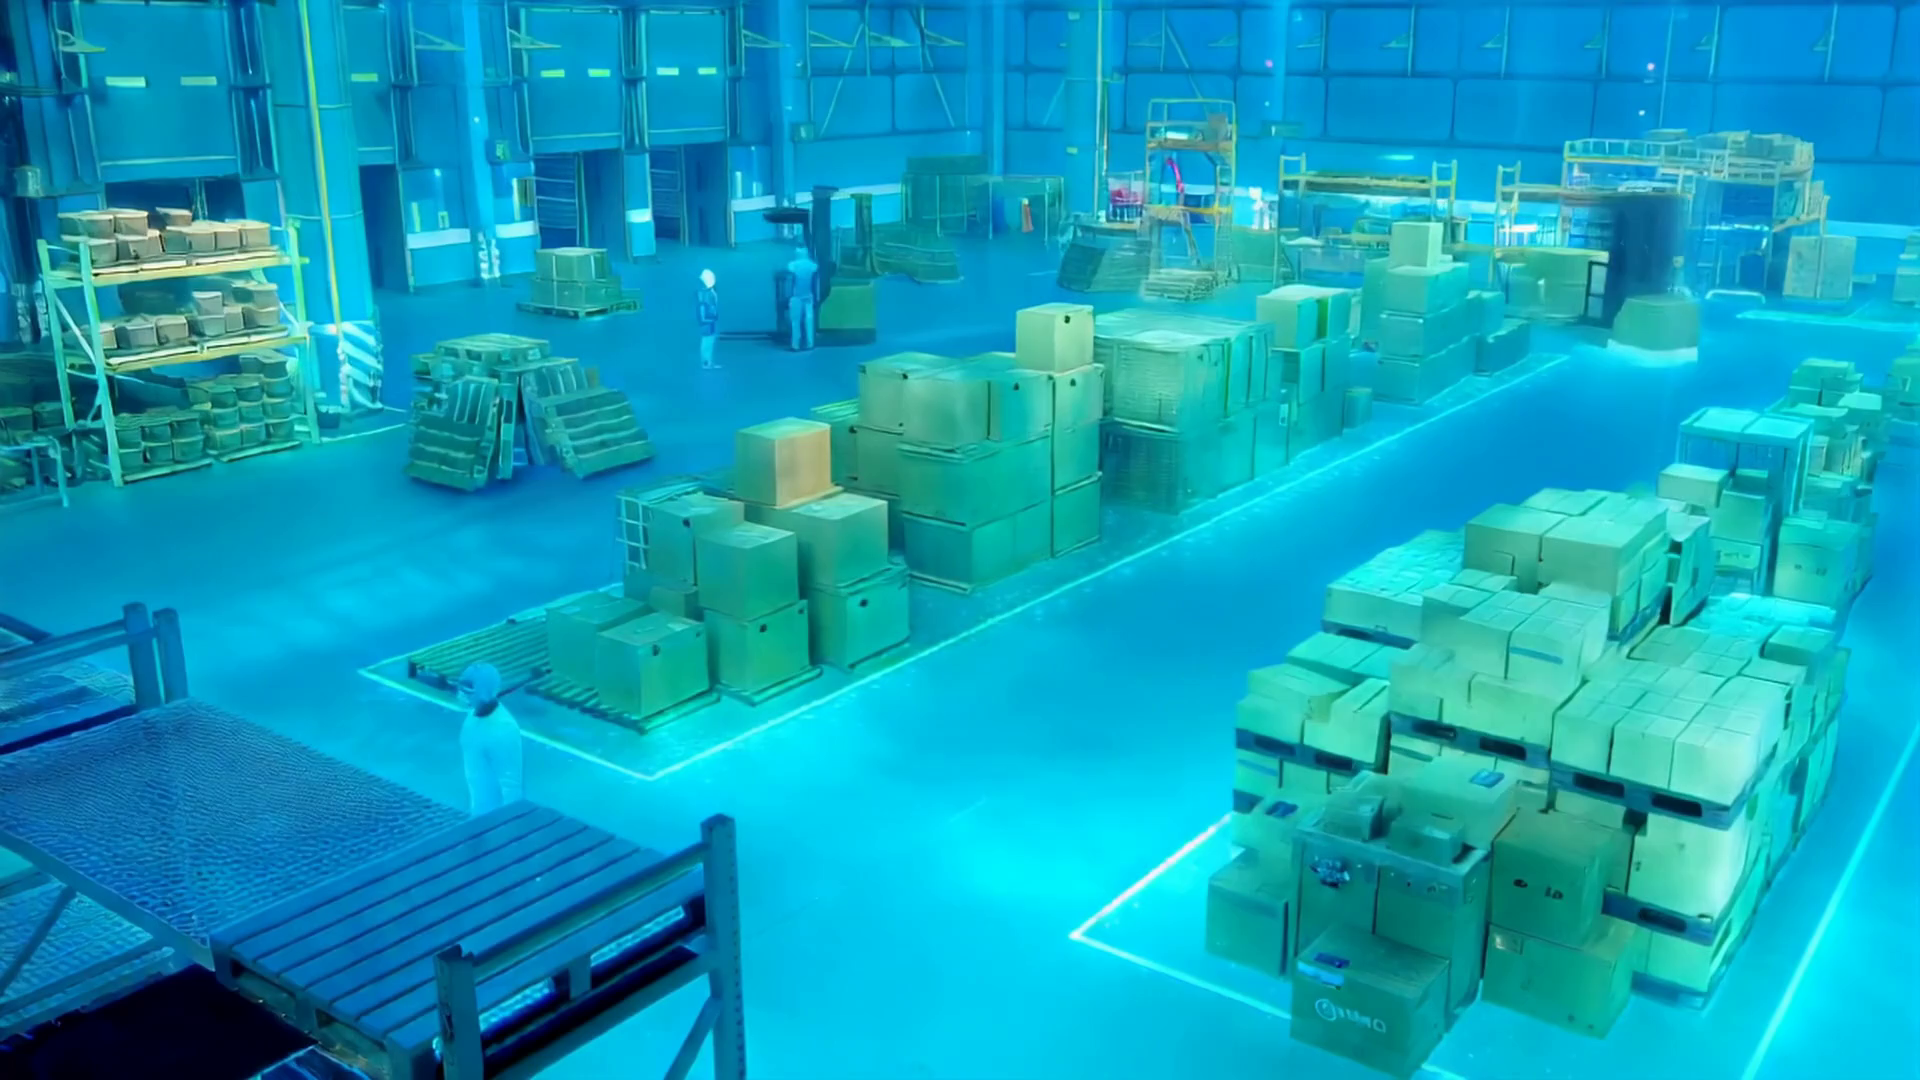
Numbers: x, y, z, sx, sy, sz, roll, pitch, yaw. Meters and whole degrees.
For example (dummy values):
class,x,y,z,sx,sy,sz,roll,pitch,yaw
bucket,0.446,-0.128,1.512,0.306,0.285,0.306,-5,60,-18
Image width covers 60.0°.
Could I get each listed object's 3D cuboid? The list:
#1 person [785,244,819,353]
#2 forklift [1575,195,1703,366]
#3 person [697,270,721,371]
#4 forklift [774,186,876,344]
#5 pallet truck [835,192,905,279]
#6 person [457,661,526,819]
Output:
class,x,y,z,sx,sy,sz,roll,pitch,yaw
person,-2.819,-4.305,29.663,0.639,1.927,0.387,-9,19,-29
forklift,11.911,-4.557,28.864,1.129,2.768,1.873,-6,18,-19
person,-4.243,-3.719,28.102,0.316,1.695,0.541,5,17,16
forklift,-2.491,-5.063,30.538,1.873,2.768,1.129,-1,17,-3
pallet truck,-1.936,-7.159,38.982,1.885,1.965,0.823,-12,21,-34
person,-2.787,1.638,9.954,0.373,1.940,0.628,-11,20,-32
